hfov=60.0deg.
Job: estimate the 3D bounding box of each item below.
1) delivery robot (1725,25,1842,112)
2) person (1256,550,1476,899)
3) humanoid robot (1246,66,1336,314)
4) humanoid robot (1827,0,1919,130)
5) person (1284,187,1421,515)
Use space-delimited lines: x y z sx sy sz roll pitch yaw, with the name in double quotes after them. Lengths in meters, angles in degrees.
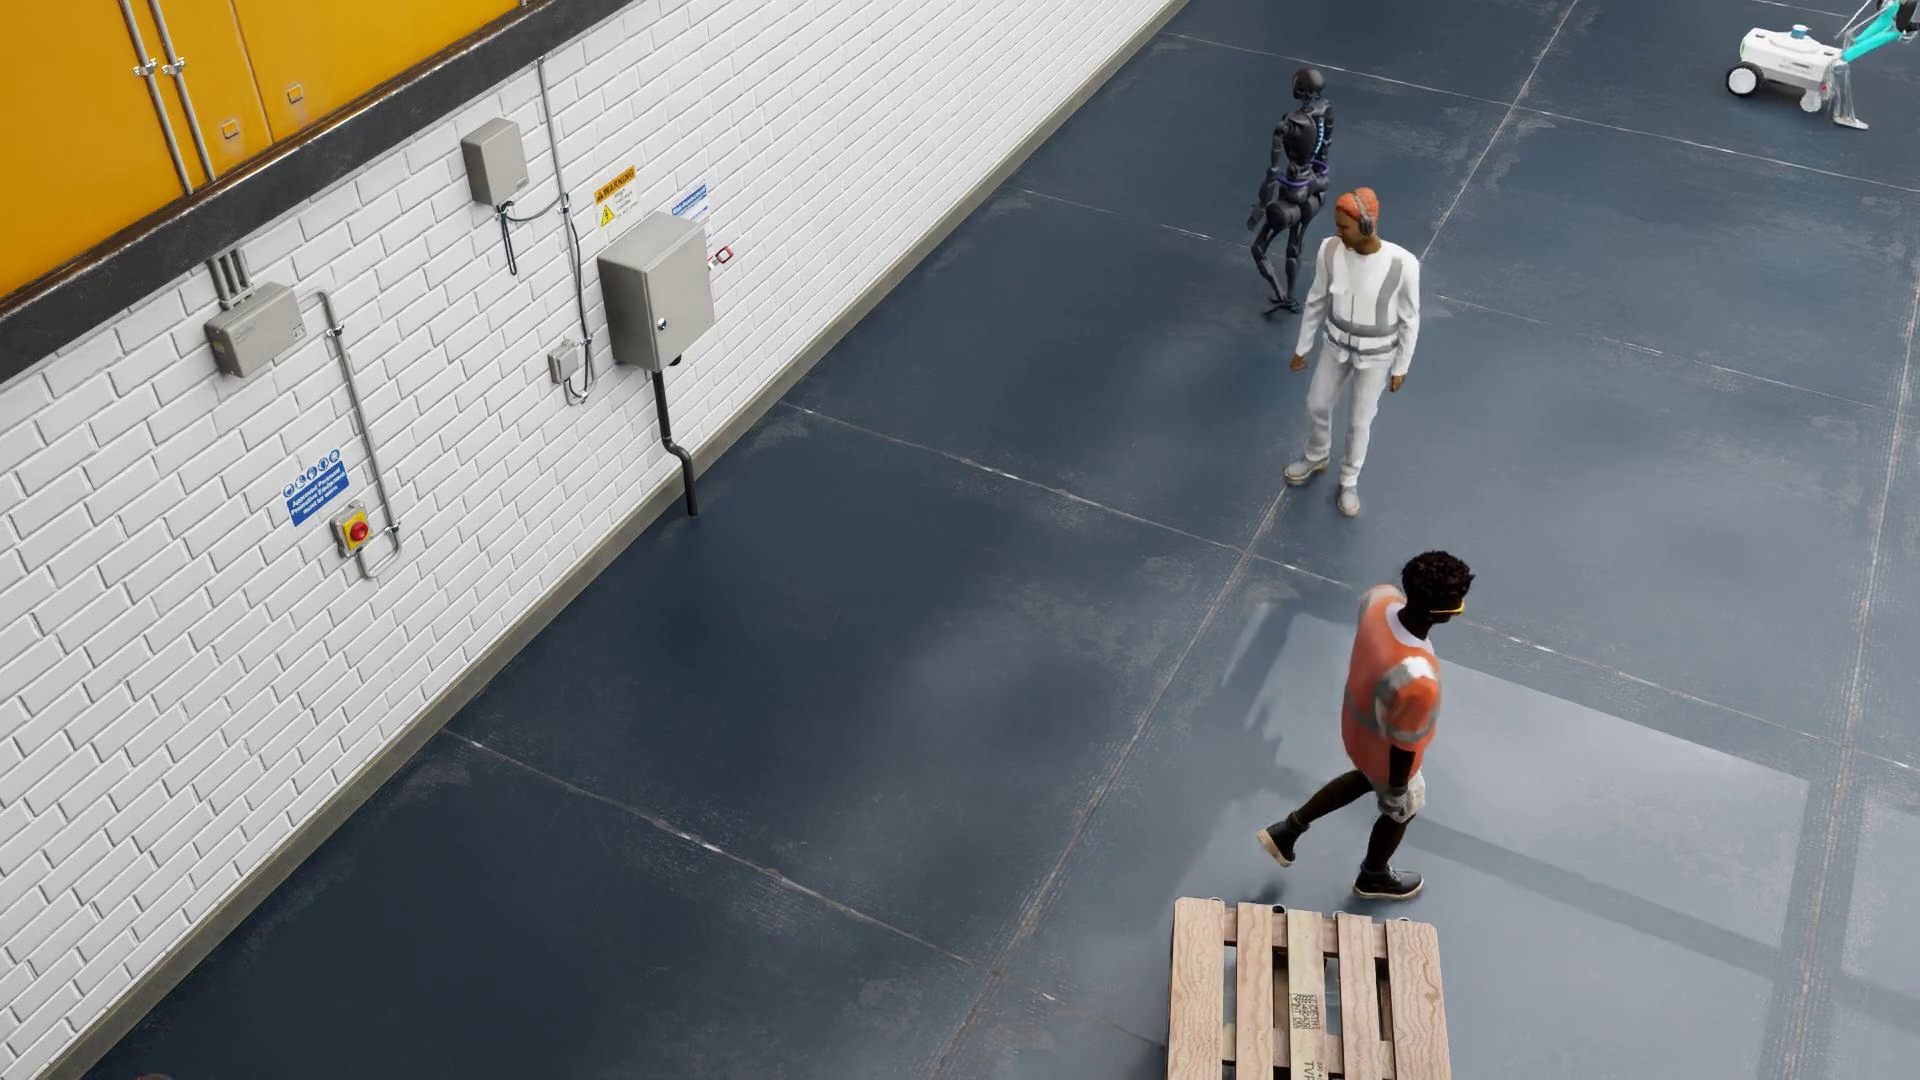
6.403 -3.695 12.911 0.801 0.606 0.499 27 48 28 "delivery robot"
1.655 0.782 6.650 0.642 1.937 0.616 -6 41 -7 "person"
2.055 -2.144 10.245 0.588 1.643 0.335 -29 48 -29 "humanoid robot"
6.758 -3.864 12.232 0.753 1.815 0.543 1 41 1 "humanoid robot"
2.096 -0.999 8.781 0.621 1.865 0.406 26 47 27 "person"
